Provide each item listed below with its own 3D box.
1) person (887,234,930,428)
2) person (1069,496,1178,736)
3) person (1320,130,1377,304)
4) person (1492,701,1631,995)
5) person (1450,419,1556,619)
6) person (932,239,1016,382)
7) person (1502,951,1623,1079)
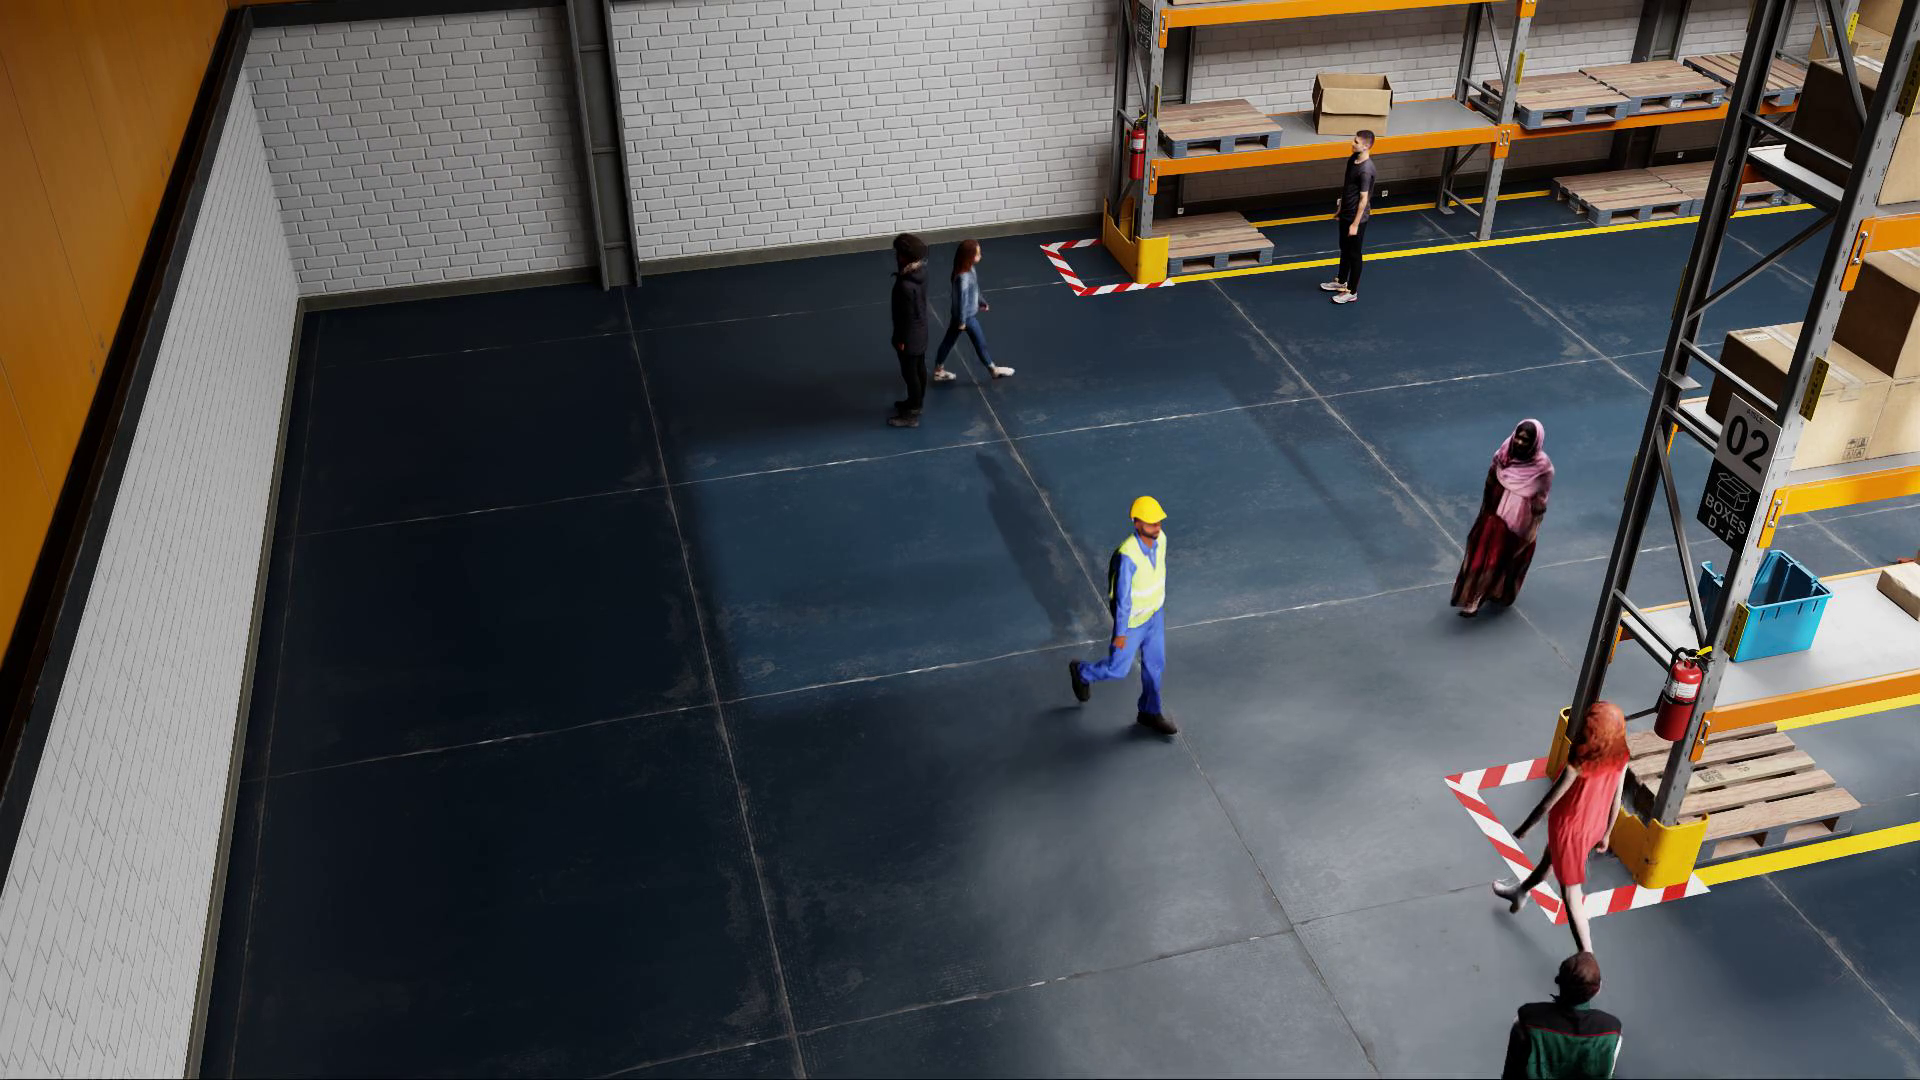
[{"bbox_3d":[-0.421,-1.835,14.516,0.757,1.781,0.729,8,34,12],"label":"person"},{"bbox_3d":[1.115,0.466,11.044,1.099,1.793,1.125,25,41,33],"label":"person"},{"bbox_3d":[3.947,-3.254,16.666,0.563,1.765,0.644,-6,34,-9],"label":"person"},{"bbox_3d":[3.448,1.719,9.175,1.146,1.775,0.847,-16,37,-22],"label":"person"},{"bbox_3d":[4.076,-0.215,12.210,1.010,1.635,1.107,22,40,30],"label":"person"},{"bbox_3d":[-0.043,-2.050,15.149,1.019,1.438,0.675,-5,34,-7],"label":"person"},{"bbox_3d":[2.718,2.695,7.687,1.223,1.795,1.114,10,35,14],"label":"person"}]
